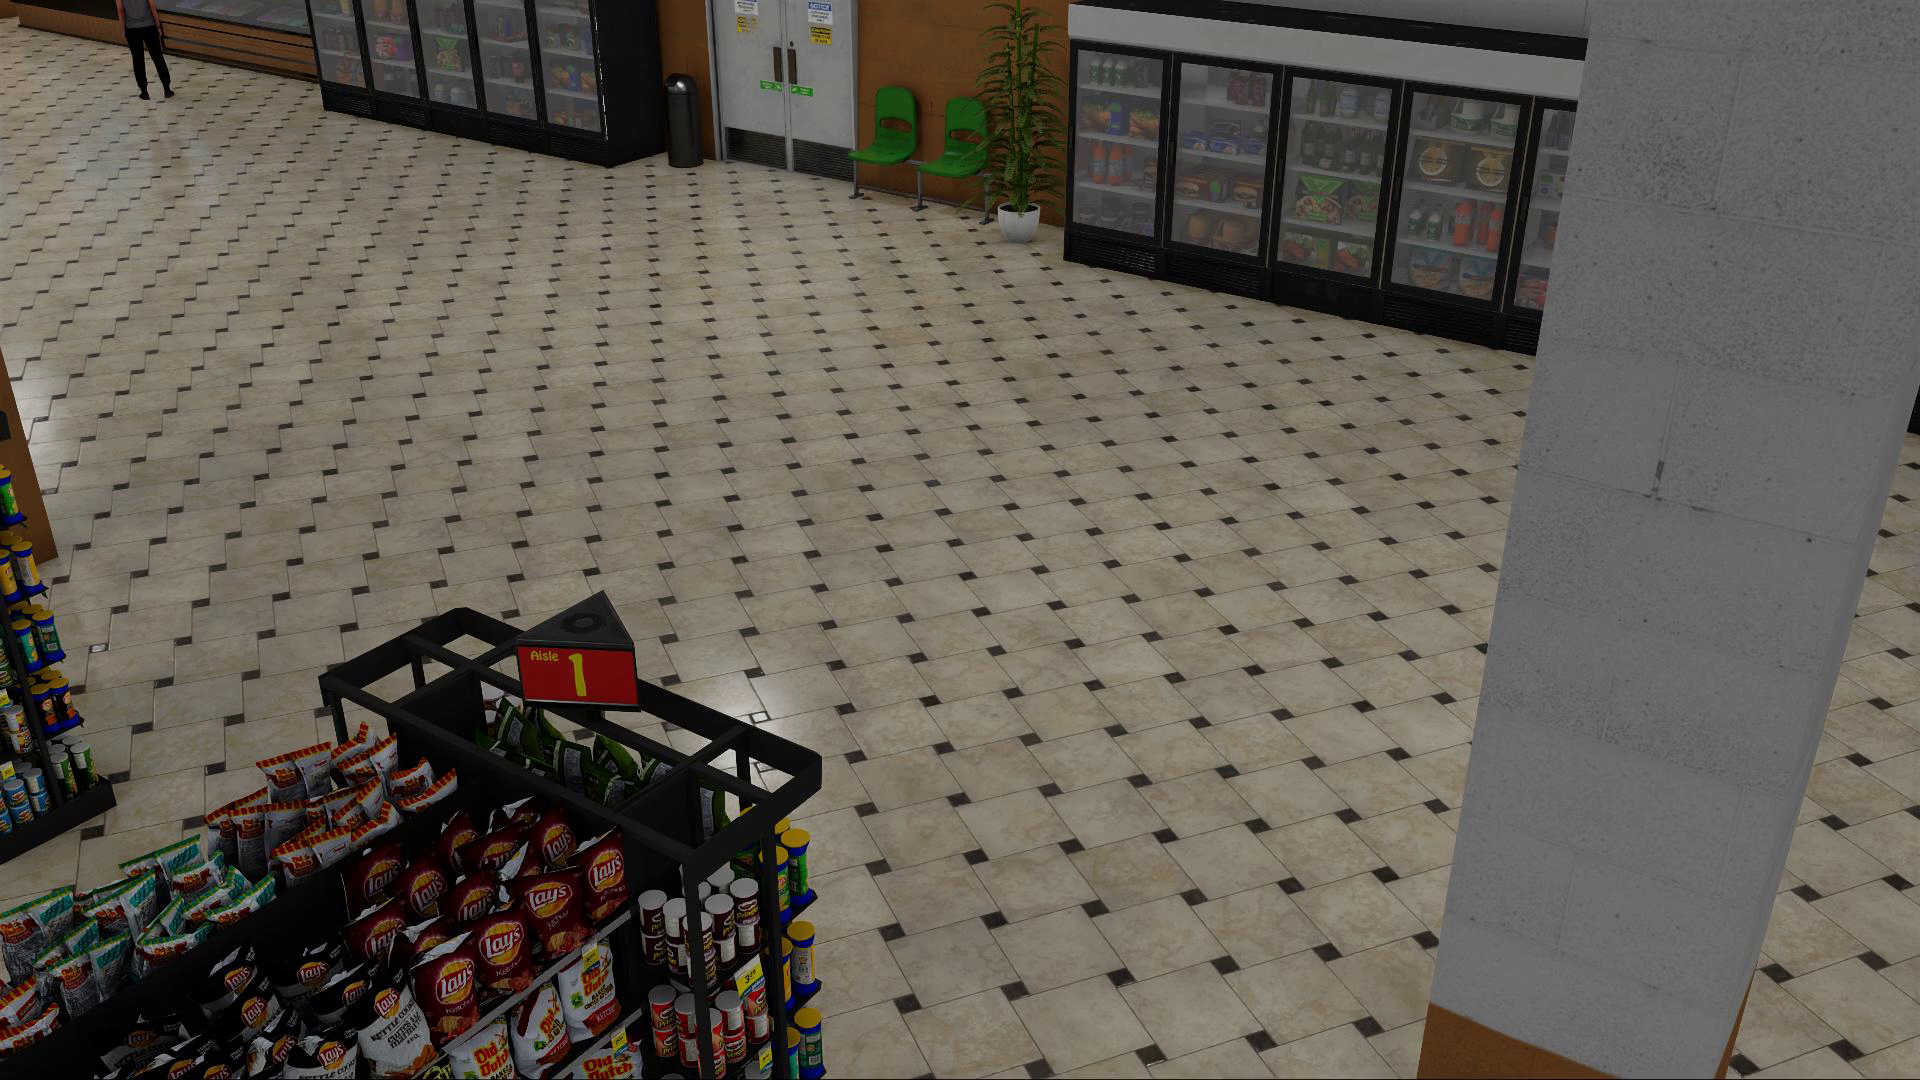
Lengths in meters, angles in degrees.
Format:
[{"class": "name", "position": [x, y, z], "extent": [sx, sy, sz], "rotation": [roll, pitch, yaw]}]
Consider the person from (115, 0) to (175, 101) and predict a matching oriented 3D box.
[{"class": "person", "position": [-10.516, -6.567, 21.334], "extent": [0.626, 1.754, 0.759], "rotation": [-13, 30, -25]}]
